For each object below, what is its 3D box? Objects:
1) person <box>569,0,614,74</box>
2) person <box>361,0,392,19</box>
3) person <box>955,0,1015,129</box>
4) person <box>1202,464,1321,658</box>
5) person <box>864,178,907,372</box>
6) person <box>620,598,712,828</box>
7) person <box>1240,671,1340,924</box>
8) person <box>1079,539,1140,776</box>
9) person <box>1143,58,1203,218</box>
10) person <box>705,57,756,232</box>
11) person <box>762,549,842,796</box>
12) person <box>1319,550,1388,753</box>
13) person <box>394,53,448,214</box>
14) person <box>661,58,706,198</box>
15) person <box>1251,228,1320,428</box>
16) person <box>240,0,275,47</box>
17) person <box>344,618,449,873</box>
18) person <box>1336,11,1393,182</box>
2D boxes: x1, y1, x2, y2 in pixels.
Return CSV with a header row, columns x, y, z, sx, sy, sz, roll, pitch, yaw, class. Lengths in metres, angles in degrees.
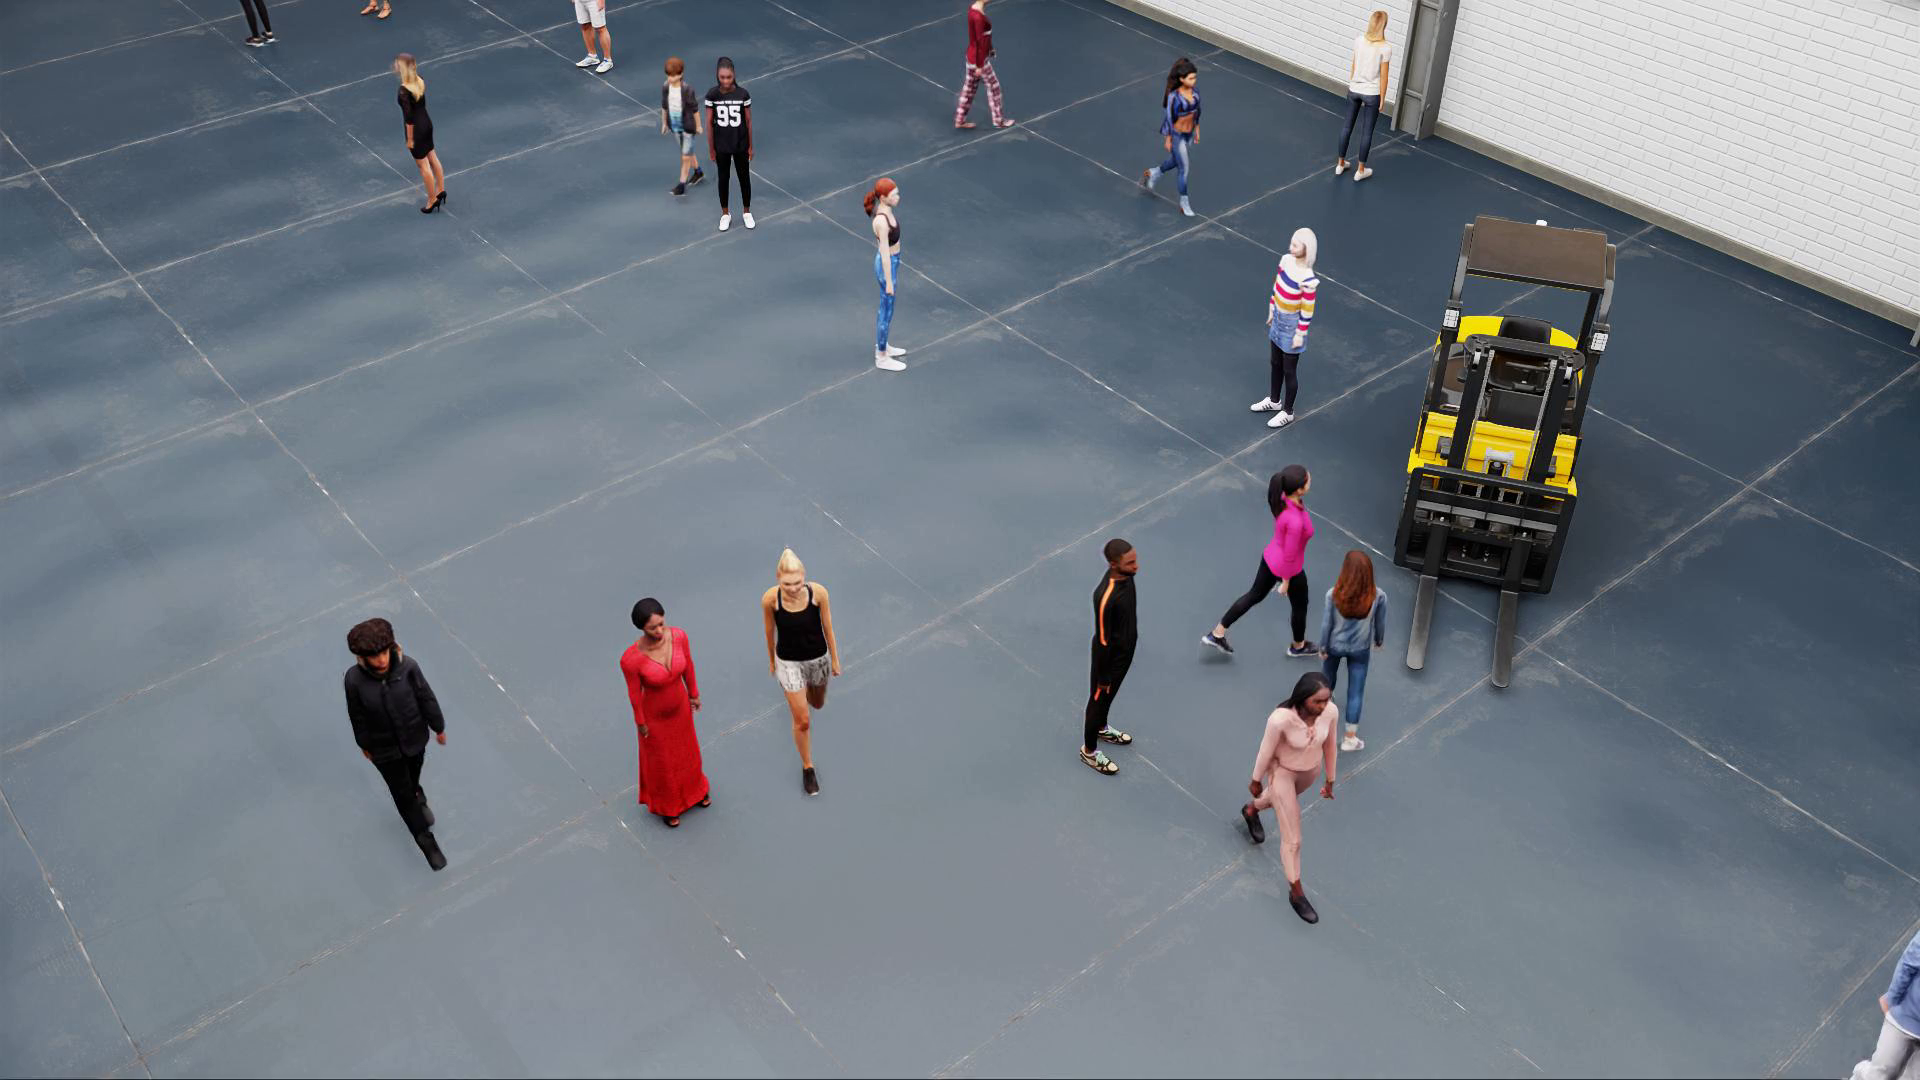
x,y,z,sx,sy,sz,roll,pitch,yaw,class
-4.394,-6.480,19.676,0.596,1.854,0.803,23,44,26,person
-7.535,-7.565,21.056,0.594,1.827,0.732,18,42,21,person
0.127,-5.323,18.370,0.950,1.675,0.968,-9,39,-11,person
2.139,0.178,11.495,0.993,1.669,1.114,-7,39,-9,person
-0.633,-2.332,14.545,0.731,1.785,0.661,-1,39,-1,person
-1.829,1.050,10.310,0.641,1.786,0.590,-29,47,-31,person
1.952,1.375,9.990,0.870,1.667,1.260,-14,41,-17,person
0.974,0.711,10.709,0.691,1.807,0.708,15,41,18,person
2.195,-4.126,16.935,0.602,1.596,0.982,-29,47,-31,person
-2.283,-3.948,16.601,0.711,1.734,0.740,-5,39,-7,person
-1.023,0.718,10.699,0.940,1.809,1.193,-8,39,-10,person
2.581,0.731,10.957,0.948,1.466,0.989,8,39,10,person
-5.485,-4.141,16.889,0.646,1.677,0.606,6,39,8,person
-2.852,-4.345,17.350,0.923,1.420,0.828,18,42,21,person
2.742,-1.778,13.824,0.769,1.809,0.566,-15,41,-18,person
-8.772,-6.910,20.383,0.562,1.643,0.593,25,45,28,person
-3.493,1.142,10.222,0.679,1.741,1.037,-25,45,-28,person
4.239,-4.664,17.437,0.499,1.811,0.673,26,45,28,person
